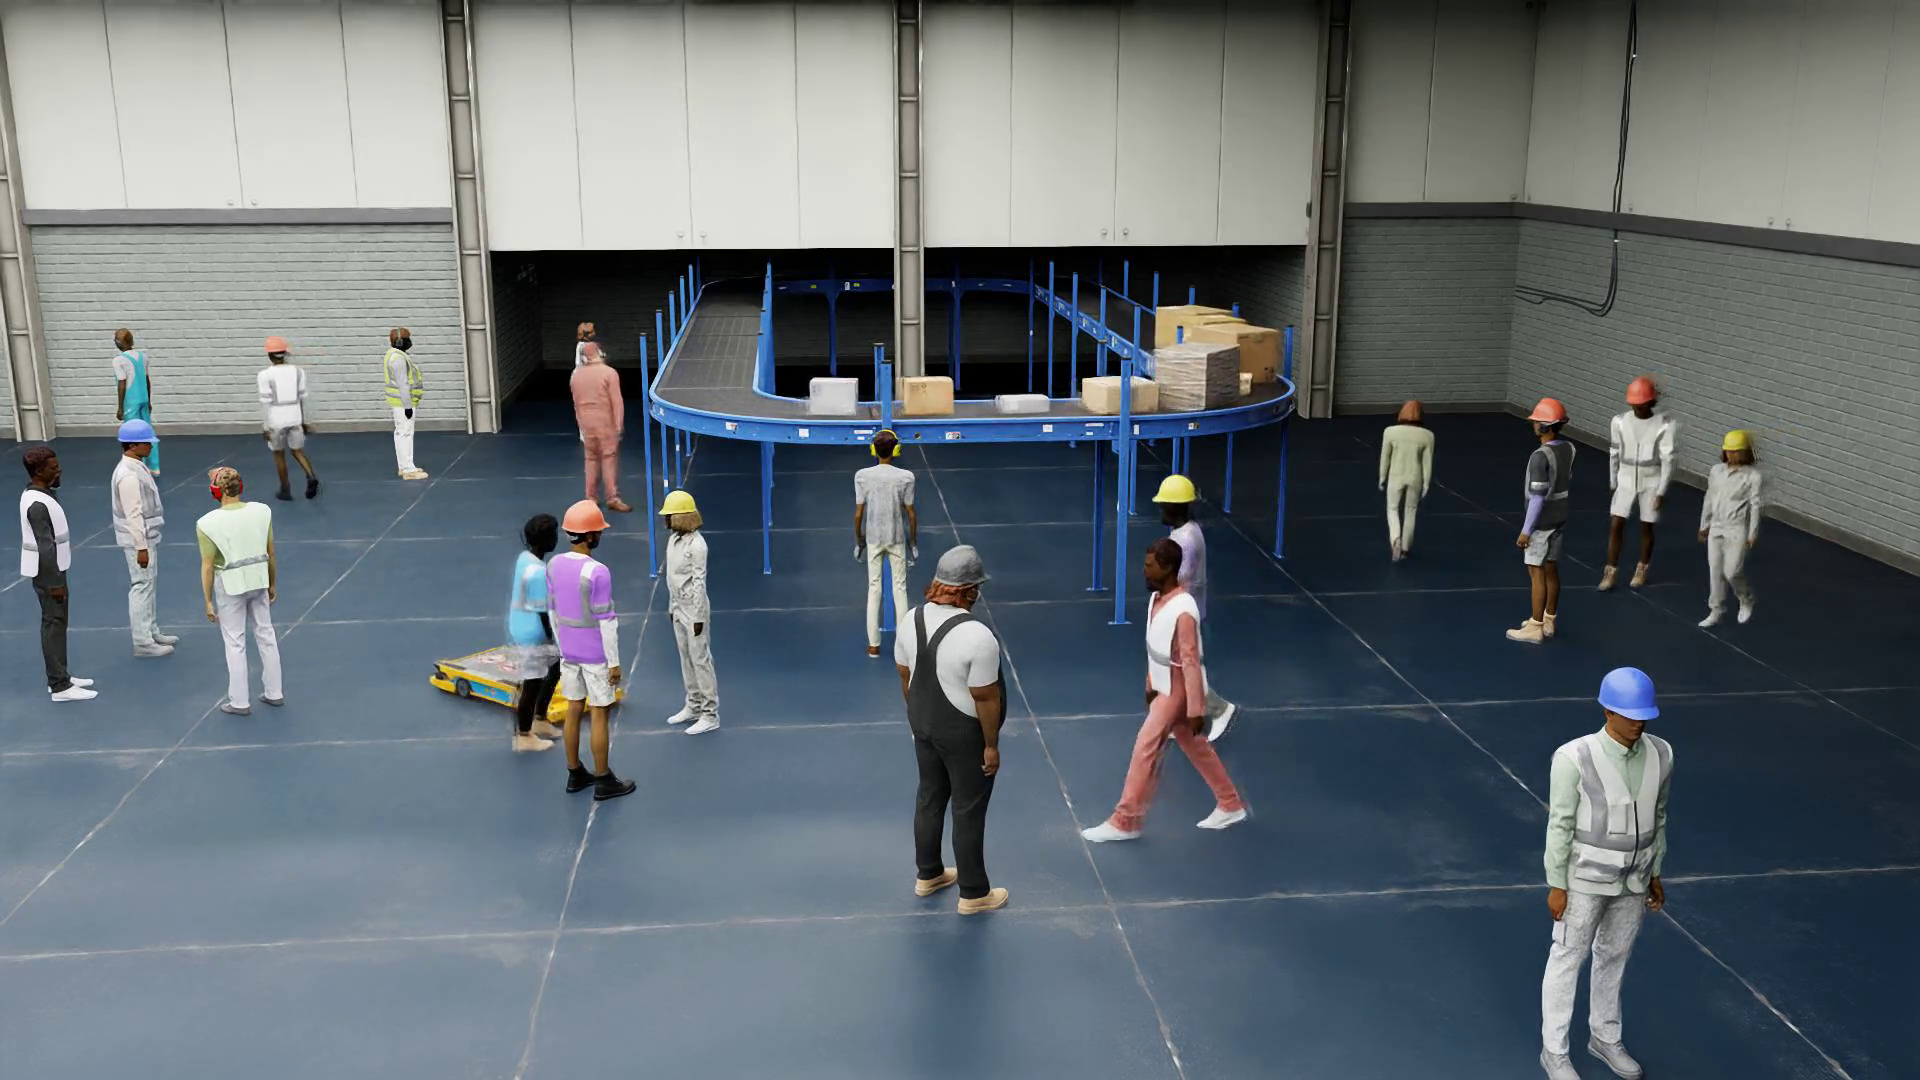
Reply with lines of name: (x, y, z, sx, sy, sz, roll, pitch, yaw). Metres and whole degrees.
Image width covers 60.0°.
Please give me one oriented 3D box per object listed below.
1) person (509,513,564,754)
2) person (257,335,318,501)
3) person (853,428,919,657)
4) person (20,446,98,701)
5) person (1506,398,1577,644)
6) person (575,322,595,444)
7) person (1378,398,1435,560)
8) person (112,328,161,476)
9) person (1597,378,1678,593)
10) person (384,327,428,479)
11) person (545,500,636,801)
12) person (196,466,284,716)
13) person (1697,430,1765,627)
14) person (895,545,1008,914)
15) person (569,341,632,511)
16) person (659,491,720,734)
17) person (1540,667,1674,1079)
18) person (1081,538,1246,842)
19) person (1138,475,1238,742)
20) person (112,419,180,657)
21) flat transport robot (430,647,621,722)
person: (-2.848, 0.640, 11.313, 0.470, 1.672, 0.558, -6, 15, -21)
person: (-7.620, -1.357, 18.834, 0.660, 1.918, 0.549, 12, 19, 40)
person: (-0.595, 0.030, 13.393, 0.535, 1.864, 0.309, 1, 14, 5)
person: (-6.784, 0.249, 12.408, 0.392, 1.920, 0.592, -8, 16, -29)
person: (4.815, -0.159, 13.782, 0.378, 2.045, 0.605, 13, 19, 43)
person: (-5.026, -2.117, 22.440, 0.310, 1.638, 0.523, -5, 15, -20)
person: (4.373, -0.577, 16.317, 0.511, 1.616, 0.581, 3, 14, 10)
person: (-9.989, -1.641, 20.121, 0.327, 1.842, 0.511, 4, 15, 17)
person: (6.188, -0.487, 15.203, 0.615, 1.992, 0.923, 10, 17, 36)
person: (-6.737, -1.661, 20.205, 0.429, 1.844, 0.626, -7, 16, -26)
person: (-2.353, 0.698, 10.570, 0.548, 1.937, 0.358, 10, 17, 34)
person: (-5.214, 0.375, 12.077, 0.388, 1.837, 0.561, 11, 18, 36)
person: (6.555, -0.089, 14.145, 0.411, 1.734, 0.495, -8, 16, -28)
person: (0.007, 1.011, 9.110, 0.536, 2.000, 0.688, -13, 19, -42)
person: (-3.963, -1.269, 18.588, 0.781, 1.876, 0.398, 7, 16, 27)
person: (-1.935, 0.502, 11.773, 0.316, 1.736, 0.486, -9, 17, -33)
person: (2.869, 1.488, 7.391, 0.609, 1.948, 0.389, -4, 15, -17)
person: (1.285, 0.894, 9.962, 1.031, 1.867, 0.594, -1, 14, -5)
person: (1.576, 0.496, 11.423, 0.572, 1.911, 0.596, 1, 14, 5)
person: (-6.601, -0.017, 13.443, 0.411, 1.939, 0.601, -6, 15, -22)
flat transport robot: (-3.286, 1.054, 12.530, 1.431, 0.197, 0.652, 10, 17, 35)
